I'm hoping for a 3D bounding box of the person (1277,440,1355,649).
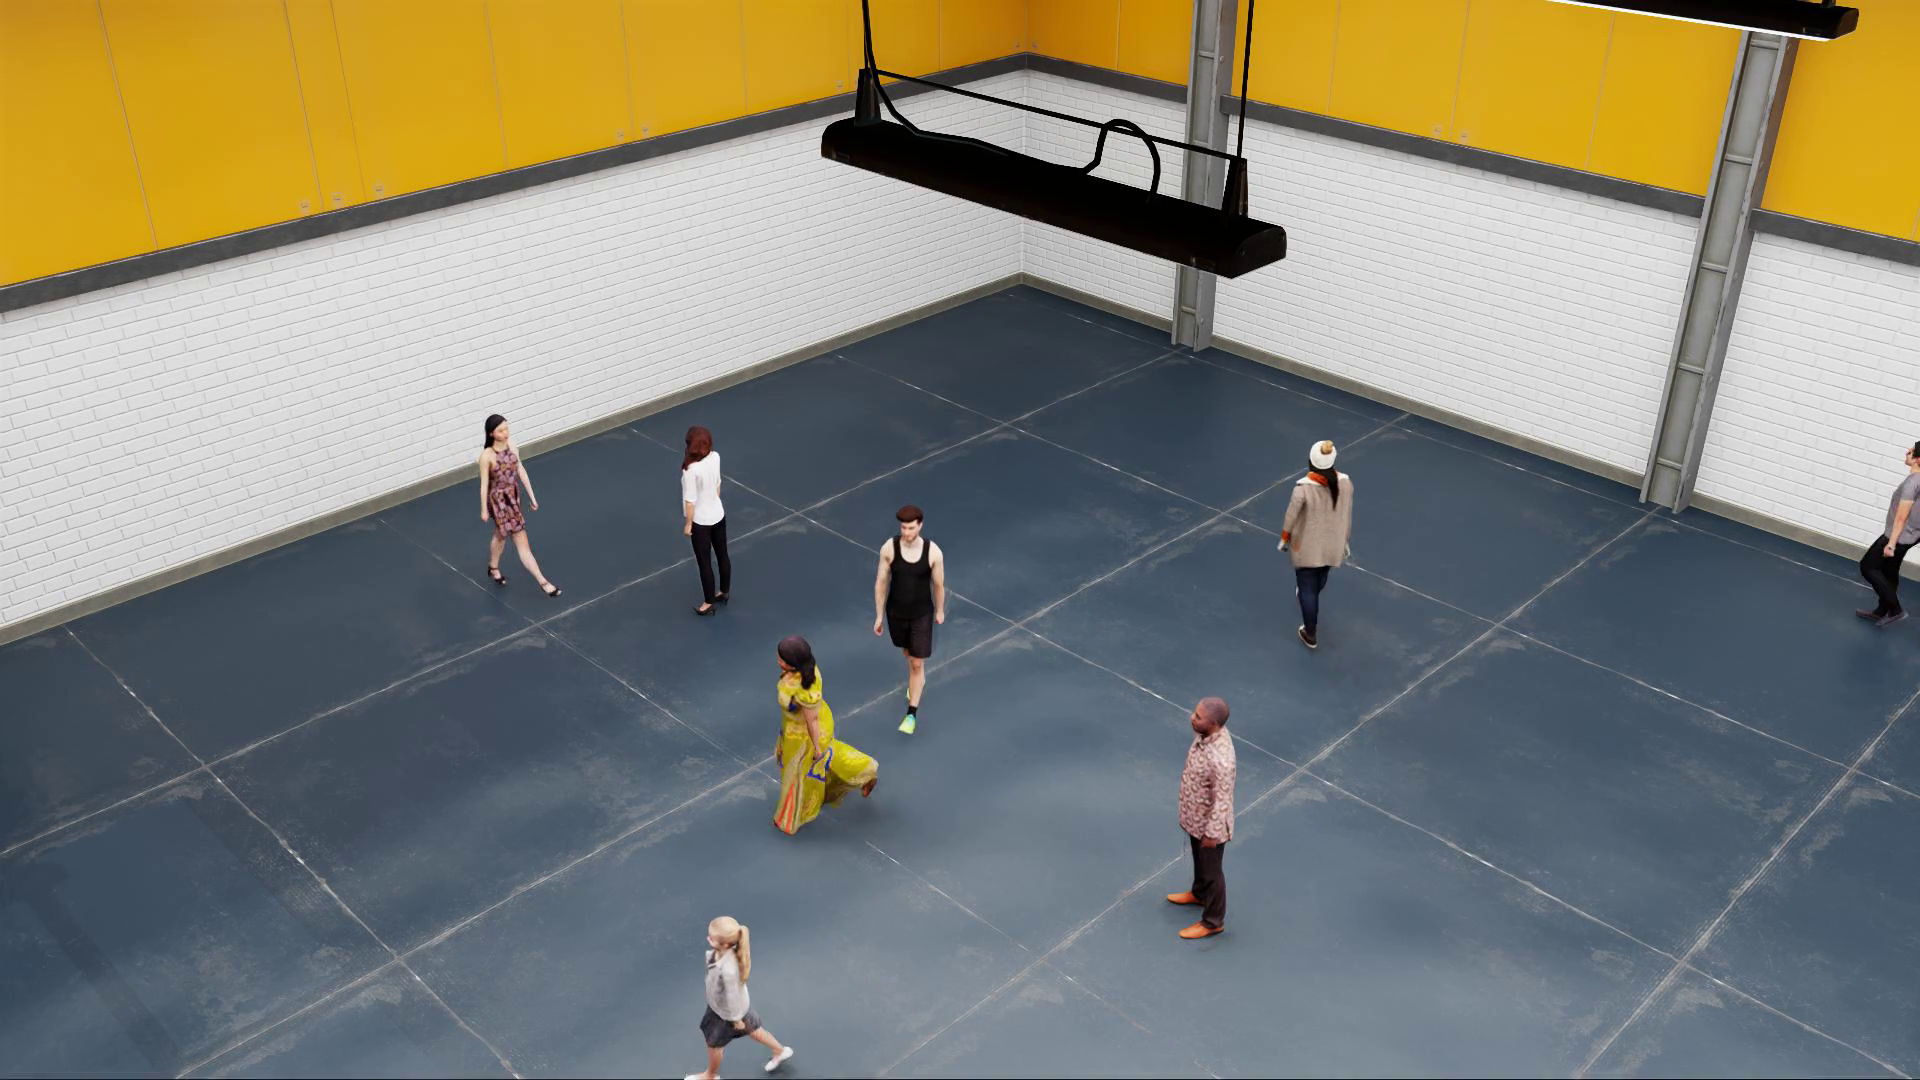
[{"bbox_3d":[3.036,0.053,13.996,1.047,1.858,1.175,-5,29,-10],"label":"person"}]

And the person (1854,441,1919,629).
[{"bbox_3d":[8.114,-0.005,14.224,0.676,1.740,0.628,25,37,37],"label":"person"}]

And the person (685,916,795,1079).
[{"bbox_3d":[-1.295,2.700,9.772,0.888,1.256,0.867,-2,29,-4],"label":"person"}]

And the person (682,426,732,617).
[{"bbox_3d":[-2.193,-0.171,14.472,0.593,1.795,0.651,16,33,27],"label":"person"}]

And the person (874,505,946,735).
[{"bbox_3d":[-0.376,0.531,13.138,1.206,1.841,1.146,6,29,11],"label":"person"}]

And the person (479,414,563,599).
[{"bbox_3d":[-4.111,-0.305,14.791,1.217,1.726,0.850,15,32,25],"label":"person"}]

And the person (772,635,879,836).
[{"bbox_3d":[-1.007,1.367,11.826,1.084,1.629,1.113,-6,29,-10],"label":"person"}]

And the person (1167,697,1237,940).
[{"bbox_3d":[1.632,1.788,10.868,0.837,1.808,0.758,-2,29,-4],"label":"person"}]
